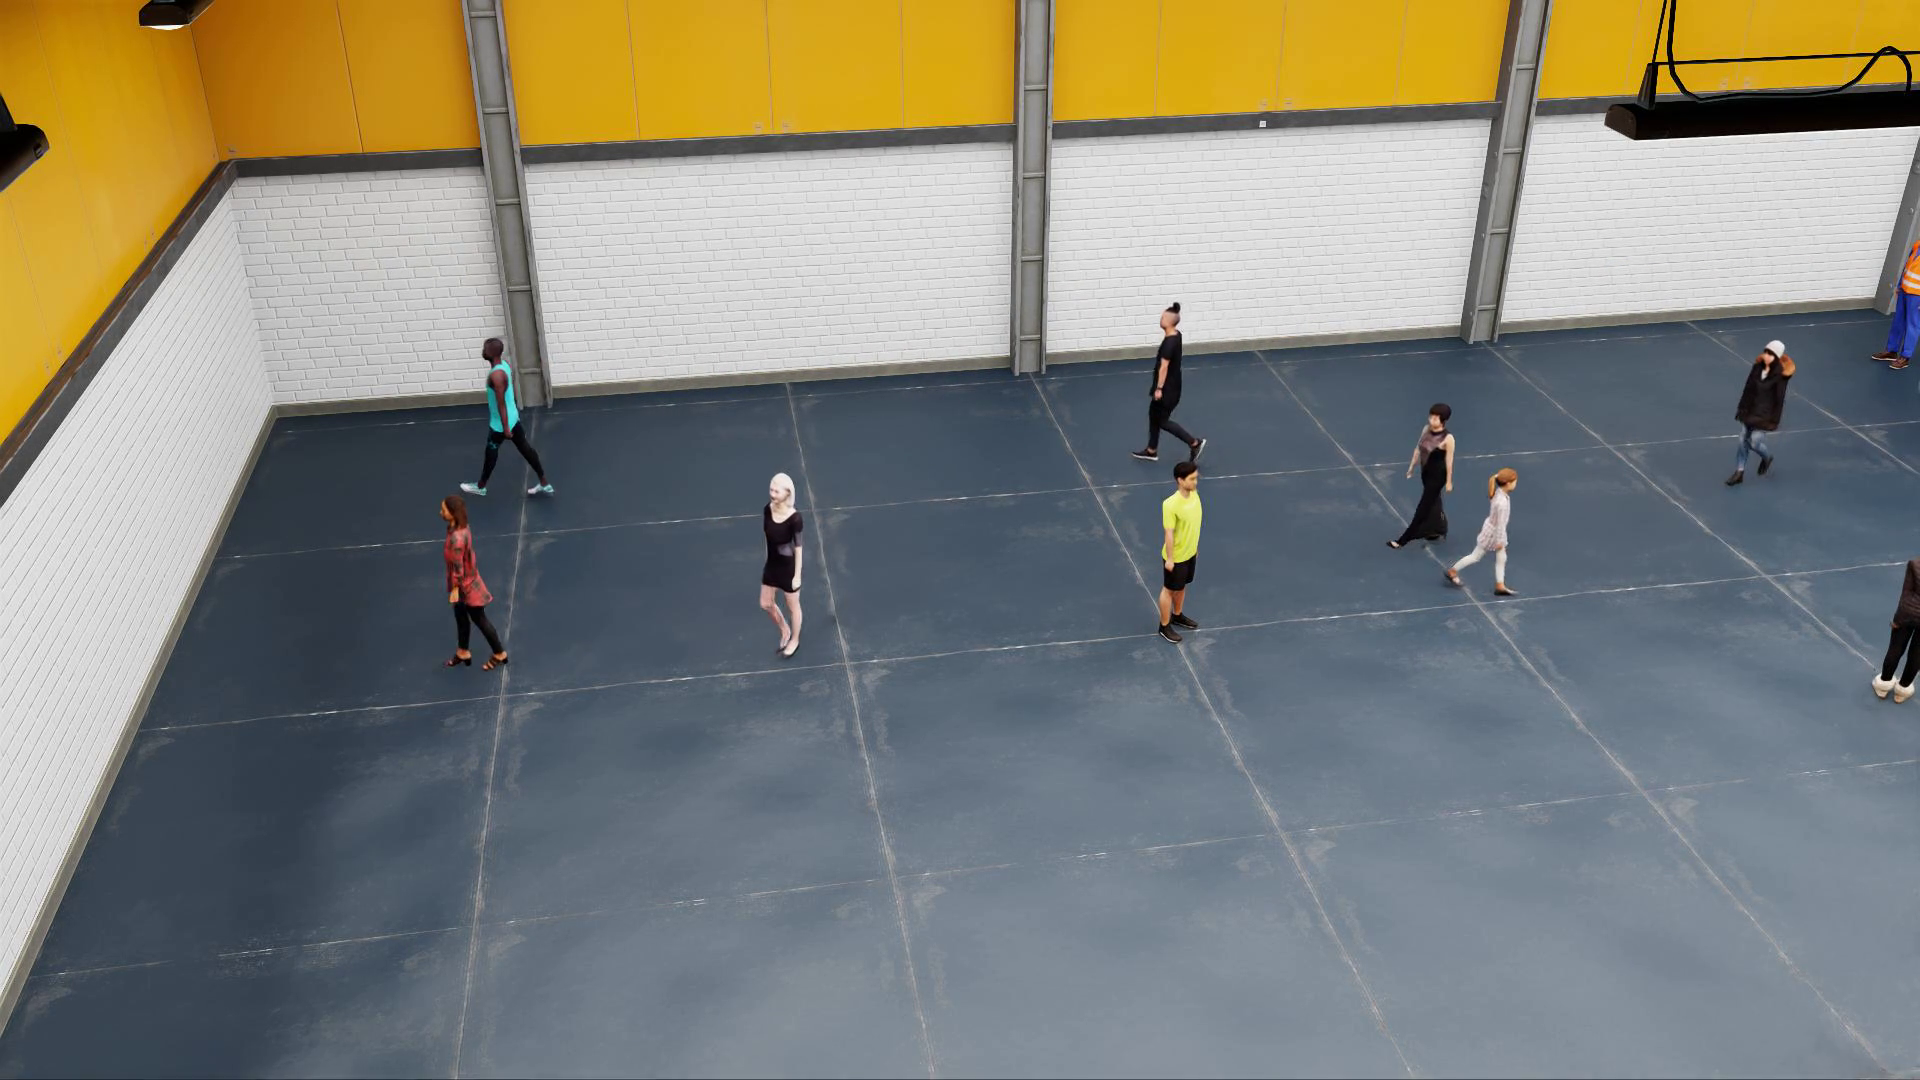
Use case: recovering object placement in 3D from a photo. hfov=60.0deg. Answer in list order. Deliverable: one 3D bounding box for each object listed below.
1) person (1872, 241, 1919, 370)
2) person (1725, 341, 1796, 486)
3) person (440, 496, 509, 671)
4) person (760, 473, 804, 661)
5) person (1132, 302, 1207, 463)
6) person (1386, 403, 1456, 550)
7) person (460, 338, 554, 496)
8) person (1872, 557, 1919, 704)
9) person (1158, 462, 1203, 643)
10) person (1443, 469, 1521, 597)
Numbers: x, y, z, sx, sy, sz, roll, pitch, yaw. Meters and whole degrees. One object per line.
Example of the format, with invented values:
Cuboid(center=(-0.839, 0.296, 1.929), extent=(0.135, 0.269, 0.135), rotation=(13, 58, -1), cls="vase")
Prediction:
Cuboid(center=(11.750, -3.037, 20.482), extent=(0.594, 1.859, 0.685), rotation=(-6, 29, -11), cls="person")
Cuboid(center=(8.502, -1.349, 17.634), extent=(0.887, 1.622, 0.757), rotation=(-14, 32, -24), cls="person")
Cuboid(center=(-4.223, 0.380, 14.387), extent=(0.804, 1.697, 0.673), rotation=(-9, 30, -15), cls="person")
Cuboid(center=(-1.484, 0.214, 14.562), extent=(0.718, 1.821, 0.784), rotation=(17, 33, 28), cls="person")
Cuboid(center=(2.306, -1.664, 17.977), extent=(1.140, 1.847, 0.927), rotation=(6, 29, 11), cls="person")
Cuboid(center=(4.724, -0.619, 16.368), extent=(1.087, 1.554, 0.759), rotation=(-10, 30, -18), cls="person")
Cuboid(center=(-4.620, -1.220, 17.252), extent=(1.235, 1.761, 0.793), rotation=(0, 29, 0), cls="person")
Cuboid(center=(8.024, 0.653, 13.923), extent=(0.716, 1.662, 0.774), rotation=(-10, 30, -18), cls="person")
Cuboid(center=(1.967, 0.079, 14.927), extent=(0.755, 1.708, 0.685), rotation=(20, 35, 32), cls="person")
Cuboid(center=(4.941, -0.064, 15.640), extent=(1.012, 1.276, 0.818), rotation=(10, 30, 18), cls="person")
